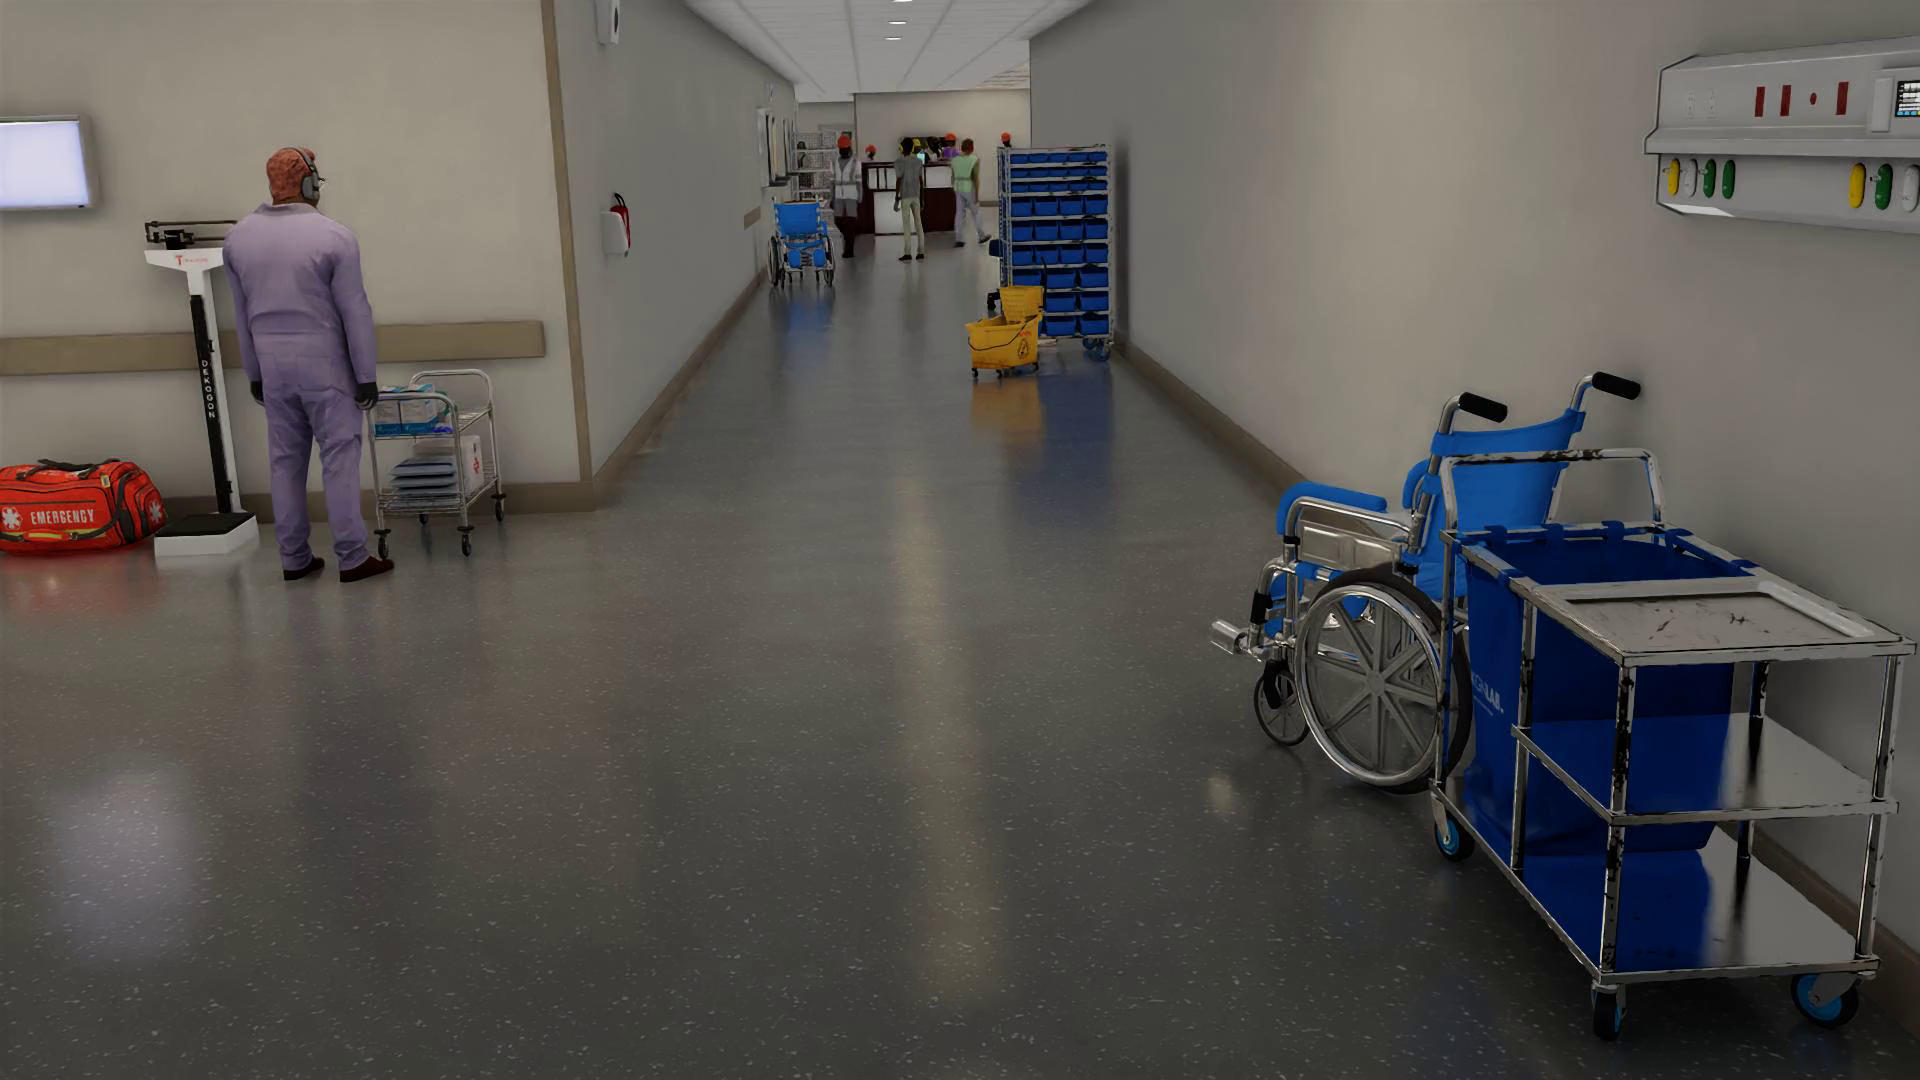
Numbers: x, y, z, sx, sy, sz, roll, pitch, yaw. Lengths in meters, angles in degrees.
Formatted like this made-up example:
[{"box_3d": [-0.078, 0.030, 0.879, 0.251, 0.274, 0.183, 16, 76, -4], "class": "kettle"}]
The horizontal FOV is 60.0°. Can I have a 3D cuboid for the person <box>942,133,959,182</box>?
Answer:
[{"box_3d": [-0.176, -8.550, 38.990, 0.404, 1.930, 0.556, -14, 18, -41], "class": "person"}]

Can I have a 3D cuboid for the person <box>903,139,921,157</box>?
[{"box_3d": [-1.069, -8.622, 39.609, 0.591, 1.826, 0.404, -11, 17, -35], "class": "person"}]

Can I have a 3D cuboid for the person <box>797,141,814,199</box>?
[{"box_3d": [-3.465, -7.877, 36.784, 0.504, 1.840, 0.345, 2, 14, 16], "class": "person"}]

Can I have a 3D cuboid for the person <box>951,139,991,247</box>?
[{"box_3d": [0.156, -5.952, 28.516, 0.590, 1.793, 0.965, 7, 16, 31], "class": "person"}]

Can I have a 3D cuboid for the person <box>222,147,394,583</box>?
[{"box_3d": [-2.846, -0.755, 7.325, 0.651, 1.904, 0.399, 1, 14, 12], "class": "person"}]

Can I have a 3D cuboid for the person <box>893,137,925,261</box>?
[{"box_3d": [-0.781, -5.225, 25.507, 0.518, 1.874, 0.330, -9, 15, -27], "class": "person"}]

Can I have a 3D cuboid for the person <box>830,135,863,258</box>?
[{"box_3d": [-1.809, -5.466, 26.508, 0.575, 1.923, 0.472, 3, 15, 20], "class": "person"}]

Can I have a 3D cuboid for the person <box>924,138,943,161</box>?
[{"box_3d": [-0.582, -8.485, 38.976, 0.431, 1.835, 0.622, 11, 19, 43], "class": "person"}]

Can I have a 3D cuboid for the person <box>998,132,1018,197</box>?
[{"box_3d": [1.152, -8.513, 38.697, 0.581, 1.912, 0.565, 7, 16, 32], "class": "person"}]
